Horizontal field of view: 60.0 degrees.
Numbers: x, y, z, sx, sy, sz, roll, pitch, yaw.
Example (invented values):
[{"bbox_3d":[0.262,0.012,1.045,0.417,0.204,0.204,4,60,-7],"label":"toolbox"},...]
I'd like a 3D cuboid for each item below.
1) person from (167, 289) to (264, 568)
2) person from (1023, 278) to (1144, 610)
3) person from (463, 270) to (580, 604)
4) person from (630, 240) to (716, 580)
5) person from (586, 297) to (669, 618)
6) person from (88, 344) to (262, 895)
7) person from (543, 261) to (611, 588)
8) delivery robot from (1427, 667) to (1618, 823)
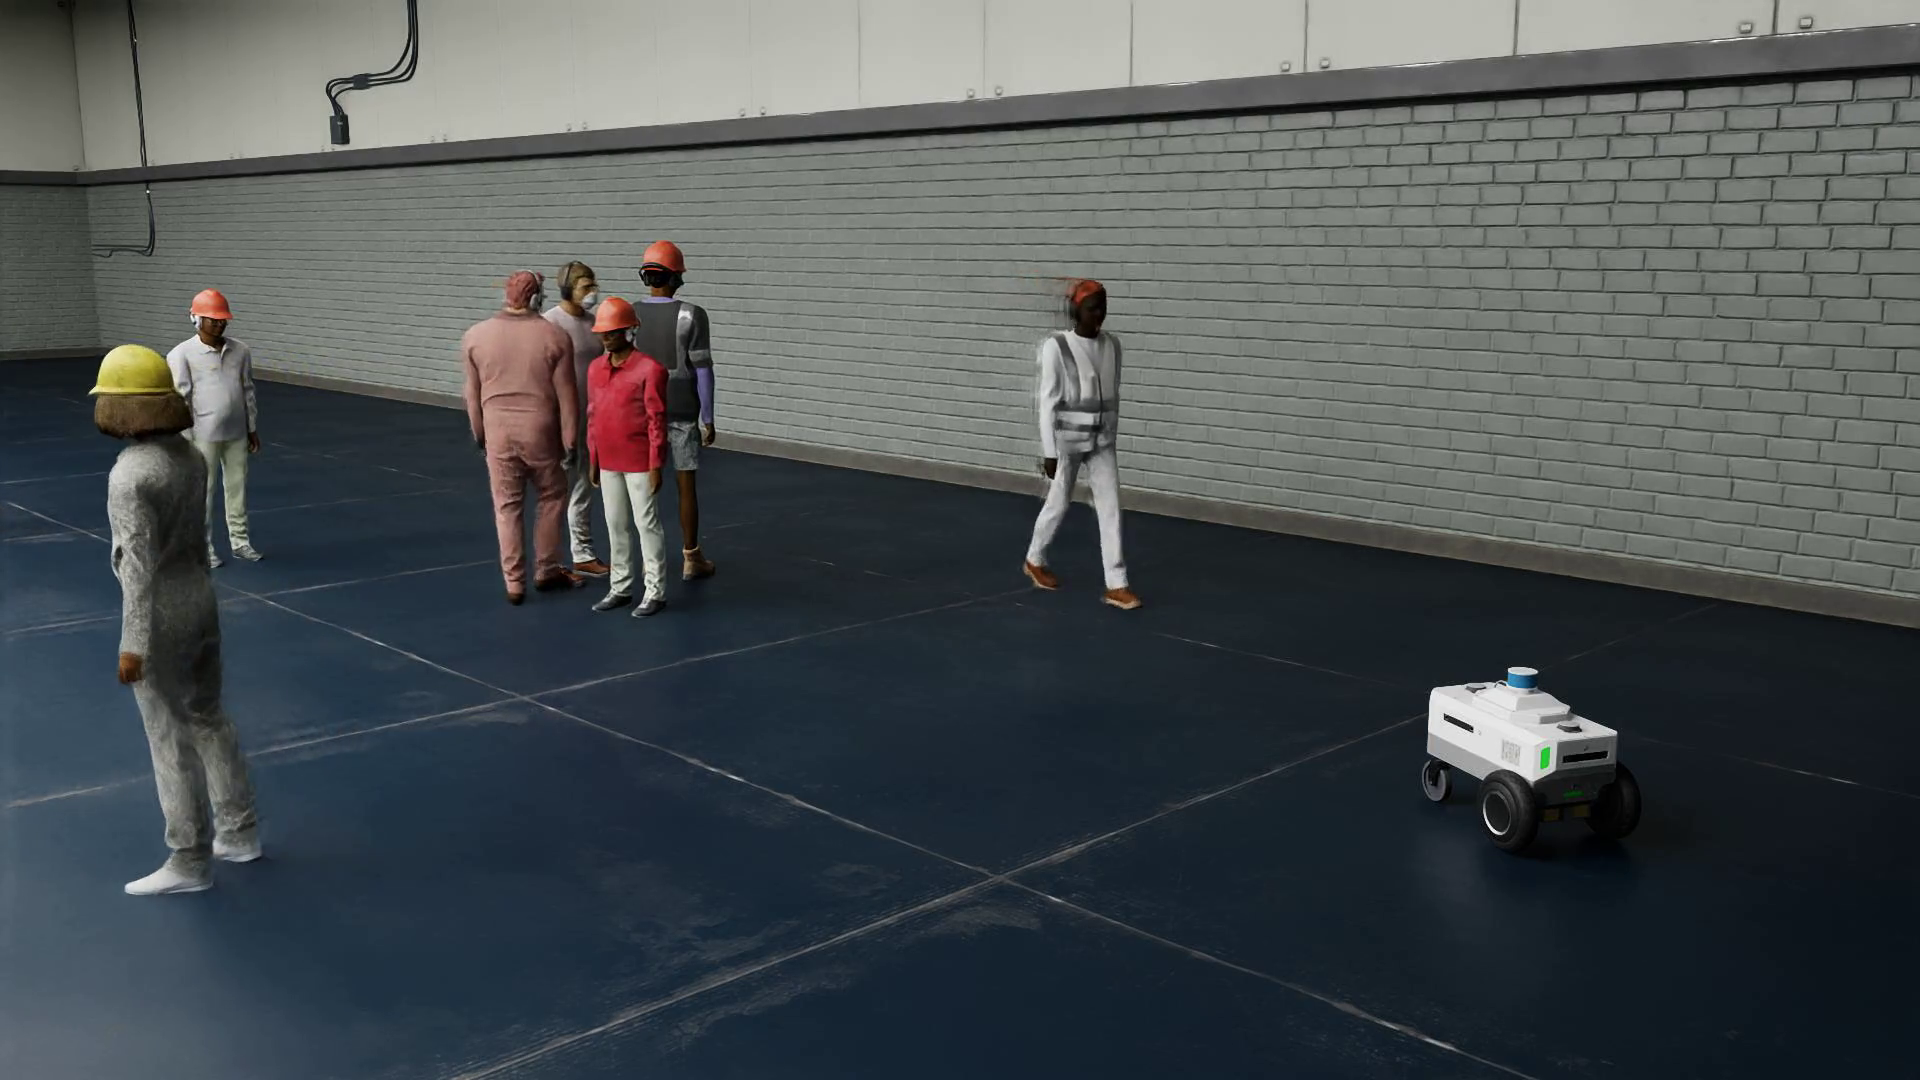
[{"bbox_3d":[-4.663,-0.701,10.483,0.353,1.743,0.559,6,12,30],"label":"person"},{"bbox_3d":[0.665,-0.567,9.489,0.594,1.846,0.976,-6,12,-32],"label":"person"},{"bbox_3d":[-2.481,-0.591,9.506,0.684,1.881,0.623,0,10,-1],"label":"person"},{"bbox_3d":[-1.765,-0.771,10.043,0.608,2.044,0.372,2,11,9],"label":"person"},{"bbox_3d":[-1.838,-0.448,9.097,0.570,1.743,0.351,7,12,32],"label":"person"},{"bbox_3d":[-2.516,0.258,5.269,0.342,1.748,0.493,0,10,0],"label":"person"},{"bbox_3d":[-2.291,-0.687,9.911,0.386,1.930,0.627,4,11,23],"label":"person"},{"bbox_3d":[1.971,0.692,5.869,0.477,0.478,0.707,-4,11,-18],"label":"delivery robot"}]
